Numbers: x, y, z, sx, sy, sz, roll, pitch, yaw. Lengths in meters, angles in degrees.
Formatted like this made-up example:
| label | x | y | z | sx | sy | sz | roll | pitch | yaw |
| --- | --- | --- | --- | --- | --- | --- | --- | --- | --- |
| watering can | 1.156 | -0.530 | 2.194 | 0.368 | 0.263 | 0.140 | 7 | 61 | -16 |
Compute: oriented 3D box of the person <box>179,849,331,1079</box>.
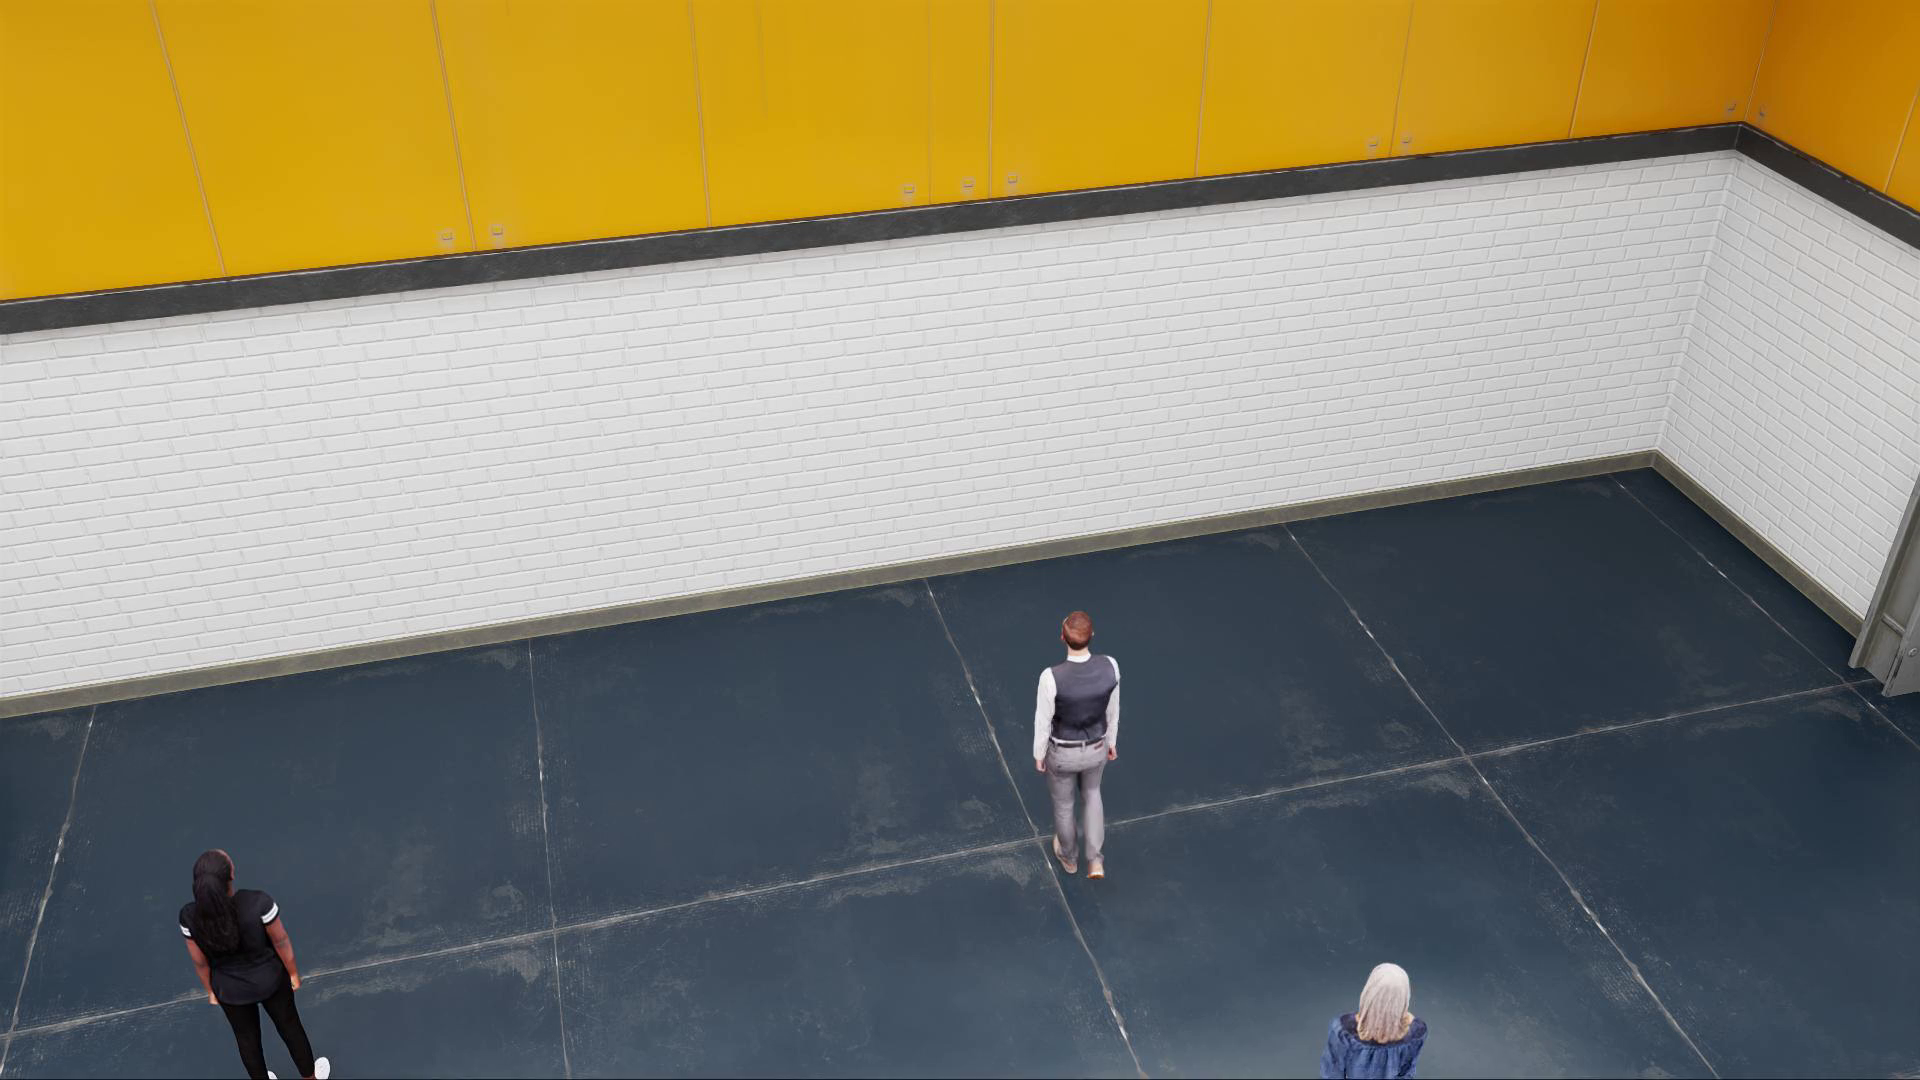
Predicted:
| label | x | y | z | sx | sy | sz | roll | pitch | yaw |
| --- | --- | --- | --- | --- | --- | --- | --- | --- | --- |
| person | -3.582 | 2.224 | 8.405 | 0.595 | 1.728 | 0.537 | -9 | 35 | -13 |

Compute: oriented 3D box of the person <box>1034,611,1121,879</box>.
| label | x | y | z | sx | sy | sz | roll | pitch | yaw |
| --- | --- | --- | --- | --- | --- | --- | --- | --- | --- |
| person | 0.710 | 1.264 | 9.671 | 0.661 | 1.926 | 0.816 | -8 | 34 | -11 |

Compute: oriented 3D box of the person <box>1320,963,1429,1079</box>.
| label | x | y | z | sx | sy | sz | roll | pitch | yaw |
| --- | --- | --- | --- | --- | --- | --- | --- | --- | --- |
| person | 1.896 | 2.679 | 7.766 | 0.702 | 1.679 | 0.741 | 0 | 34 | 0 |
